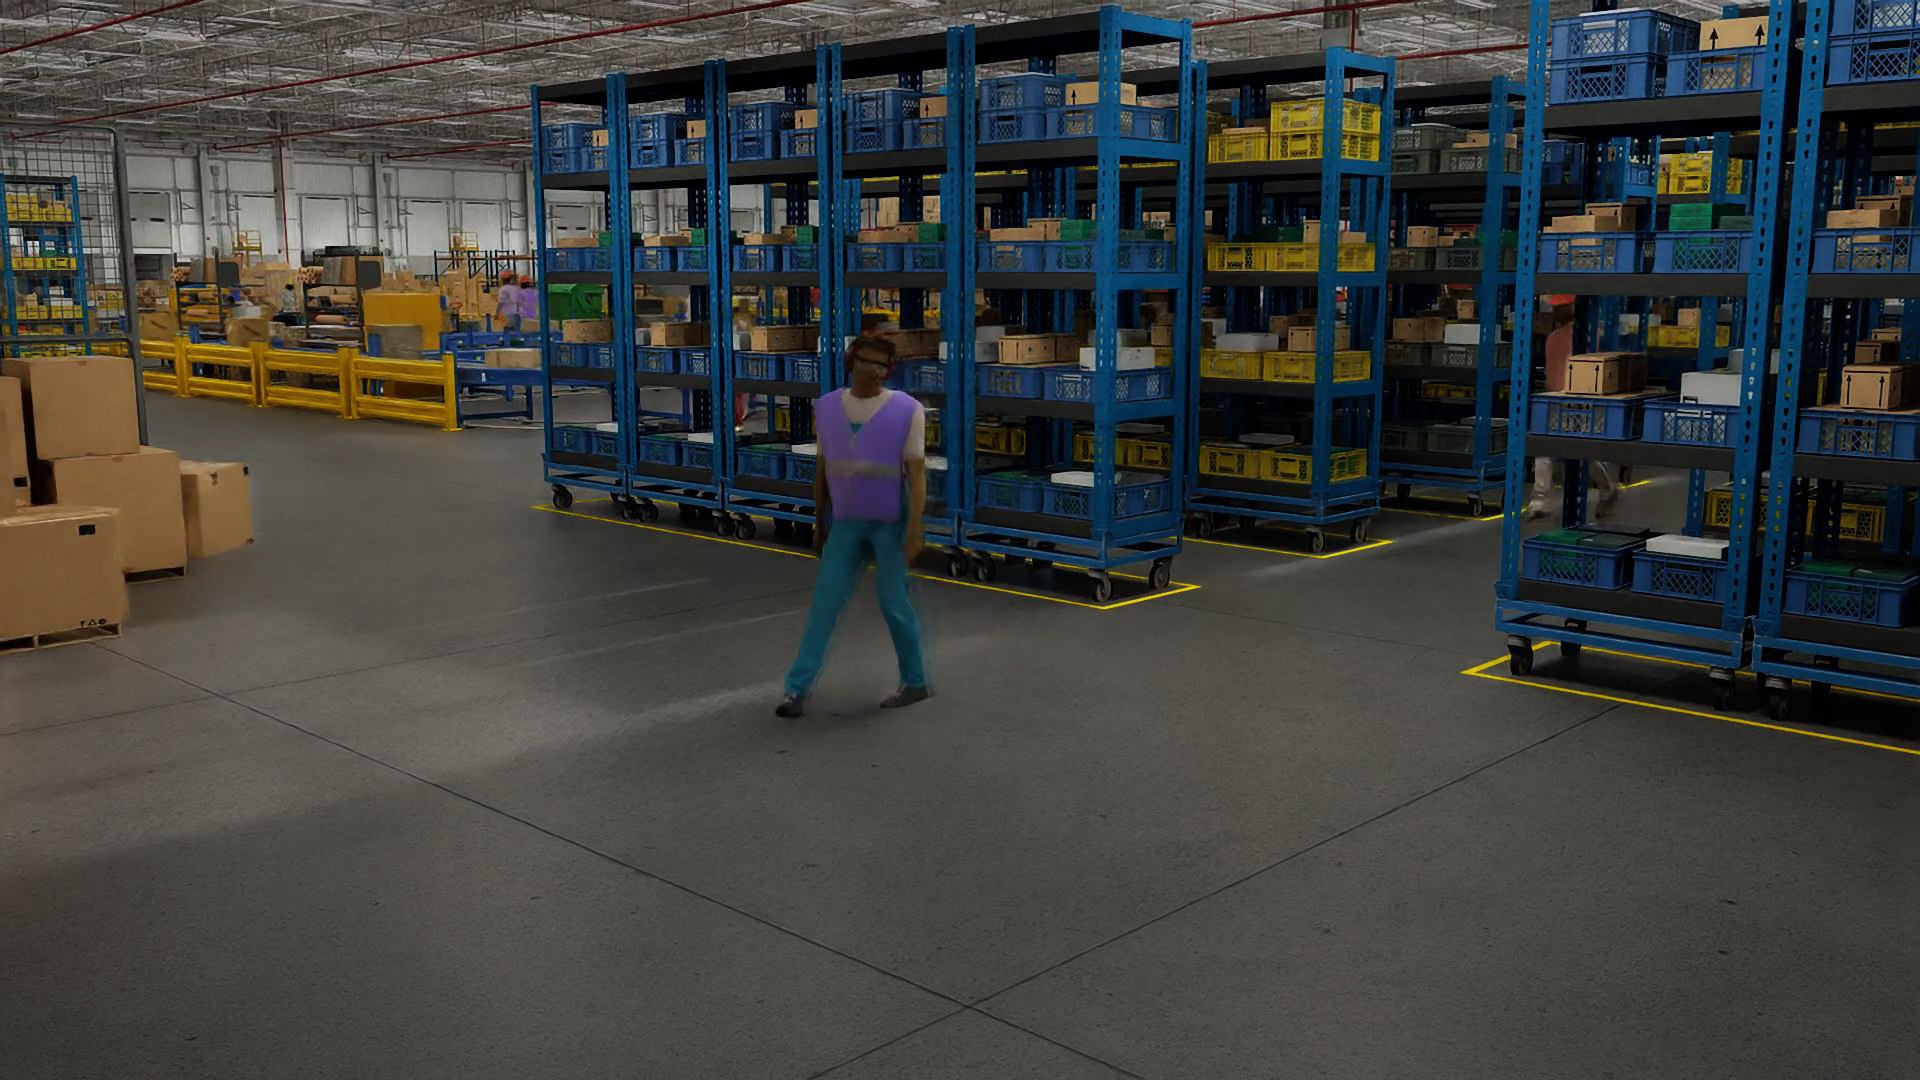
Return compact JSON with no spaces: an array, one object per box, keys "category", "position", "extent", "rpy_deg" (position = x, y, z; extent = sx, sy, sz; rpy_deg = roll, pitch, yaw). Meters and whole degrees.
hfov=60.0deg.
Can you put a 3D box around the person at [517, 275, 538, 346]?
[{"category":"person","position":[-10.297,-5.326,39.523],"extent":[0.395,1.923,0.569],"rpy_deg":[6,11,34]}]

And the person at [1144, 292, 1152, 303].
[{"category":"person","position":[7.362,-9.446,65.548],"extent":[0.779,1.660,0.550],"rpy_deg":[7,12,37]}]

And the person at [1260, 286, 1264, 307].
[{"category":"person","position":[10.890,-8.857,60.804],"extent":[0.605,2.045,0.378],"rpy_deg":[2,10,13]}]

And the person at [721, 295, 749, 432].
[{"category":"person","position":[-2.865,-2.226,21.039],"extent":[0.393,1.747,0.538],"rpy_deg":[-9,13,-44]}]

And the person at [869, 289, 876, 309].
[{"category":"person","position":[-3.138,-8.432,59.195],"extent":[0.900,1.710,0.517],"rpy_deg":[8,12,41]}]

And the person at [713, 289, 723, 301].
[{"category":"person","position":[-7.072,-6.826,49.023],"extent":[0.611,1.821,0.489],"rpy_deg":[-9,13,-43]}]

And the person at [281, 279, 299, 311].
[{"category":"person","position":[-21.391,-7.453,53.128],"extent":[0.511,1.727,0.356],"rpy_deg":[-4,10,-25]}]

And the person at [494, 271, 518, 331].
[{"category":"person","position":[-11.011,-5.480,40.198],"extent":[0.944,2.000,0.623],"rpy_deg":[3,10,16]}]

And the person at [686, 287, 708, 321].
[{"category":"person","position":[-5.226,-4.274,33.250],"extent":[0.657,1.877,0.603],"rpy_deg":[5,11,29]}]

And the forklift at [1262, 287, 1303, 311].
[{"category":"forklift","position":[10.769,-8.203,54.240],"extent":[1.129,2.768,1.873],"rpy_deg":[8,12,42]}]

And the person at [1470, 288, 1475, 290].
[{"category":"person","position":[19.758,-9.179,64.080],"extent":[0.289,1.625,0.514],"rpy_deg":[2,9,12]}]

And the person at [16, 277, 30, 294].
[{"category":"person","position":[-31.442,-8.036,55.970],"extent":[0.515,1.975,0.647],"rpy_deg":[2,9,10]}]

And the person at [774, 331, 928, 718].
[{"category":"person","position":[-0.457,-0.059,7.665],"extent":[0.601,1.792,0.840],"rpy_deg":[4,10,23]}]

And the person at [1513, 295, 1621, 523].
[{"category":"person","position":[5.004,-1.109,13.558],"extent":[0.886,1.967,0.617],"rpy_deg":[-4,10,-22]}]

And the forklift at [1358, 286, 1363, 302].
[{"category":"forklift","position":[11.100,-7.017,46.970],"extent":[1.873,2.768,1.129],"rpy_deg":[9,13,43]}]
